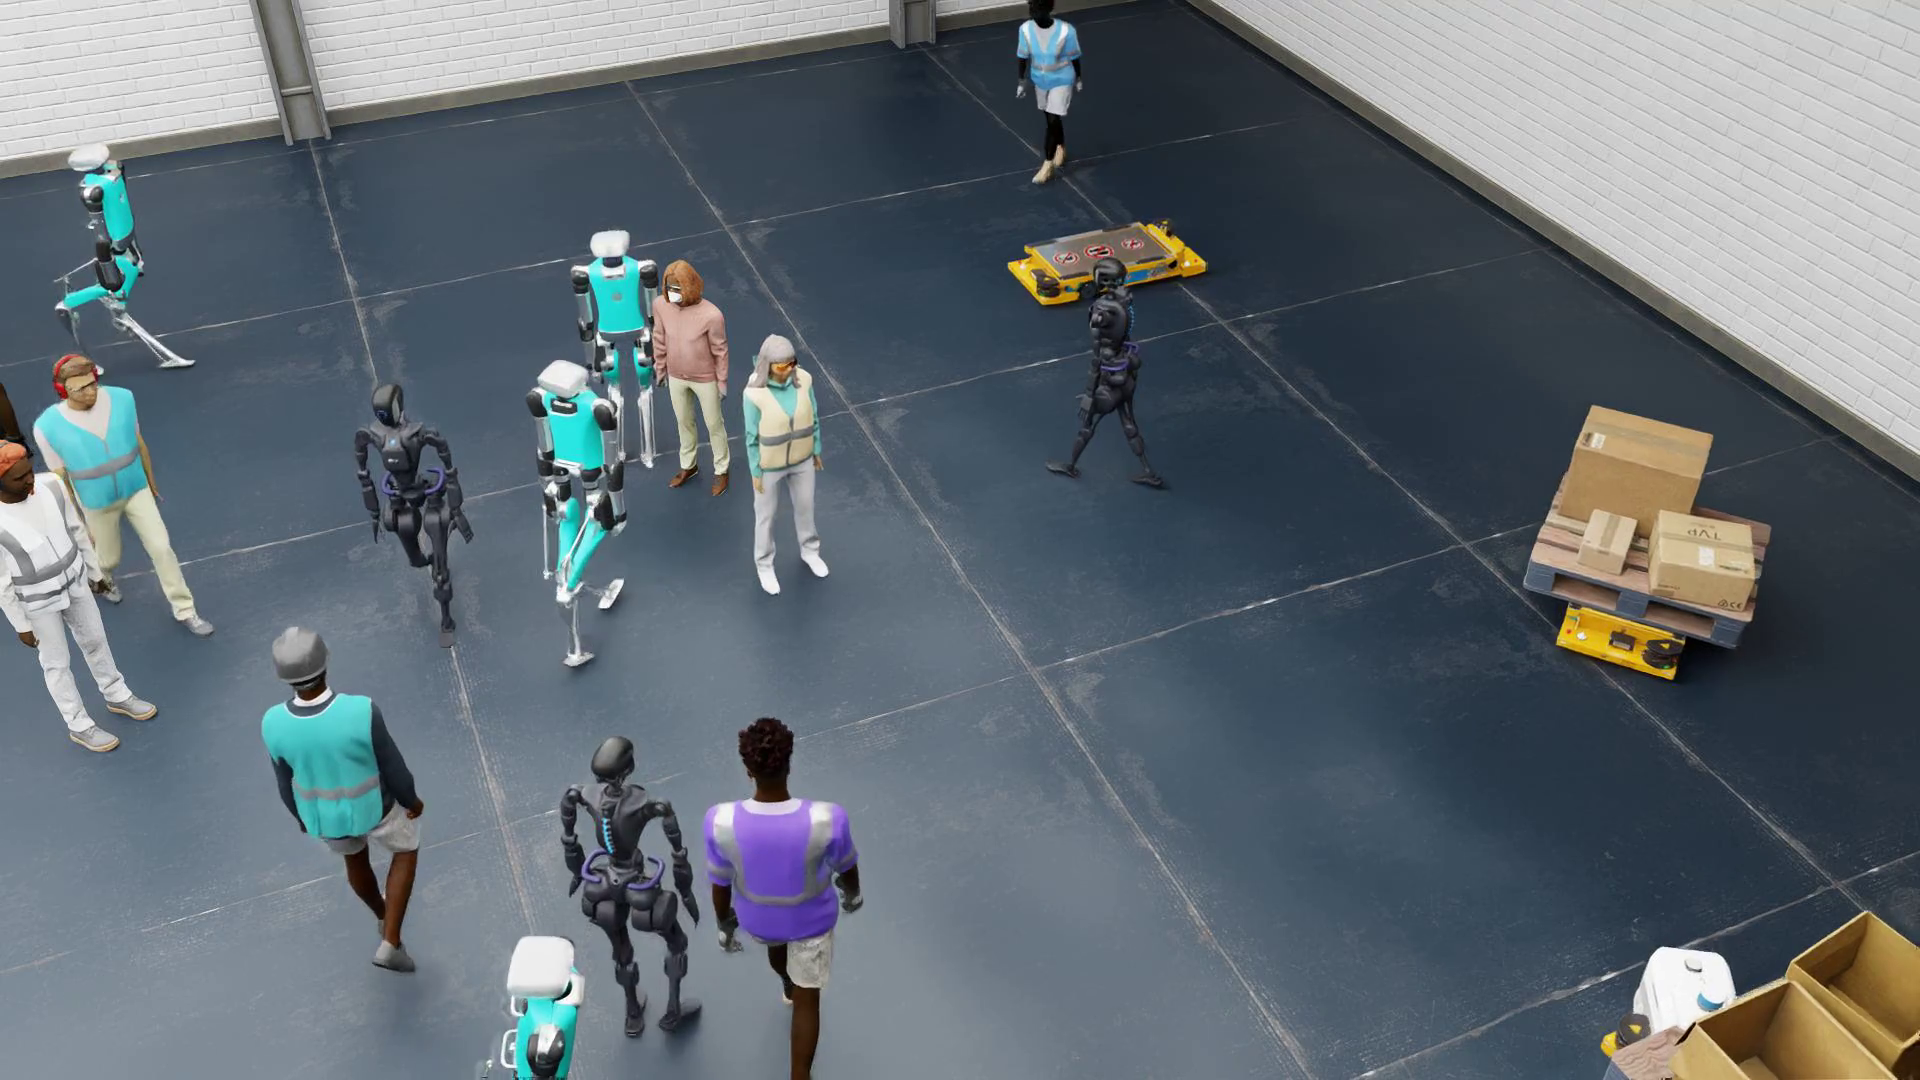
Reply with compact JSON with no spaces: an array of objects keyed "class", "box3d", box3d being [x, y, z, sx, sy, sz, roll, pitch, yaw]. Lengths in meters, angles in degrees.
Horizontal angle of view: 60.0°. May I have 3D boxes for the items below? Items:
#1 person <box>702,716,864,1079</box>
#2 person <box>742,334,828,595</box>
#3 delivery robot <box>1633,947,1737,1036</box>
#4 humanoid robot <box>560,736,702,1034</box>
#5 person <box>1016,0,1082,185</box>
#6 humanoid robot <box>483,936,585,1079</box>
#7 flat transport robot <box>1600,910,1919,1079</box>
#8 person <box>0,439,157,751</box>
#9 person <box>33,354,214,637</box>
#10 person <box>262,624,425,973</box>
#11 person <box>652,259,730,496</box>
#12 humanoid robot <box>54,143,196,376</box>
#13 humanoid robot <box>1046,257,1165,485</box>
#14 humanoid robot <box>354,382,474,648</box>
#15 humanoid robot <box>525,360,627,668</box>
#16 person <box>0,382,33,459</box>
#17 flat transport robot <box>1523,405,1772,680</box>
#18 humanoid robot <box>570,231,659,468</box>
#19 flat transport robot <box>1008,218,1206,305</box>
[{"class":"person","box3d":[-0.733,1.546,6.923,0.604,1.928,0.995,4,38,5]},{"class":"person","box3d":[-1.035,-0.460,9.696,0.463,1.706,0.369,-20,42,-24]},{"class":"delivery robot","box3d":[3.193,2.168,7.221,0.499,0.600,0.802,5,38,7]},{"class":"humanoid robot","box3d":[-1.441,1.499,7.173,0.602,1.647,0.344,7,38,10]},{"class":"person","box3d":[0.740,-3.892,14.202,0.538,1.639,0.780,20,42,24]},{"class":"humanoid robot","box3d":[-1.815,2.155,6.316,1.088,1.726,0.548,-4,38,-5]},{"class":"flat transport robot","box3d":[3.447,2.527,6.985,0.659,0.231,1.431,-15,40,-19]},{"class":"person","box3d":[-4.666,0.281,8.590,0.361,1.879,0.573,14,40,17]},{"class":"person","box3d":[-4.800,-0.276,9.372,0.843,1.815,0.569,26,45,30]},{"class":"person","box3d":[-2.711,1.174,7.381,0.578,1.923,0.624,-2,38,-3]},{"class":"person","box3d":[-1.687,-1.021,10.480,0.506,1.632,0.279,12,39,15]},{"class":"humanoid robot","box3d":[-6.087,-1.895,11.561,0.992,1.775,0.530,-2,38,-2]},{"class":"humanoid robot","box3d":[0.959,-1.050,10.525,0.789,1.620,0.604,18,41,22]},{"class":"humanoid robot","box3d":[-3.060,-0.235,9.448,0.583,1.632,0.686,-1,38,-1]},{"class":"humanoid robot","box3d":[-2.189,-0.067,9.177,0.535,1.769,1.000,13,39,16]},{"class":"person","box3d":[-6.430,-1.342,10.652,0.351,1.938,0.543,-22,43,-26]},{"class":"flat transport robot","box3d":[4.058,0.262,9.933,0.659,0.231,1.431,18,41,22]},{"class":"humanoid robot","box3d":[-2.146,-1.247,10.667,0.530,1.769,0.652,-7,38,-9]},{"class":"flat transport robot","box3d":[1.162,-2.198,13.135,1.431,0.231,0.659,-14,40,-18]}]
